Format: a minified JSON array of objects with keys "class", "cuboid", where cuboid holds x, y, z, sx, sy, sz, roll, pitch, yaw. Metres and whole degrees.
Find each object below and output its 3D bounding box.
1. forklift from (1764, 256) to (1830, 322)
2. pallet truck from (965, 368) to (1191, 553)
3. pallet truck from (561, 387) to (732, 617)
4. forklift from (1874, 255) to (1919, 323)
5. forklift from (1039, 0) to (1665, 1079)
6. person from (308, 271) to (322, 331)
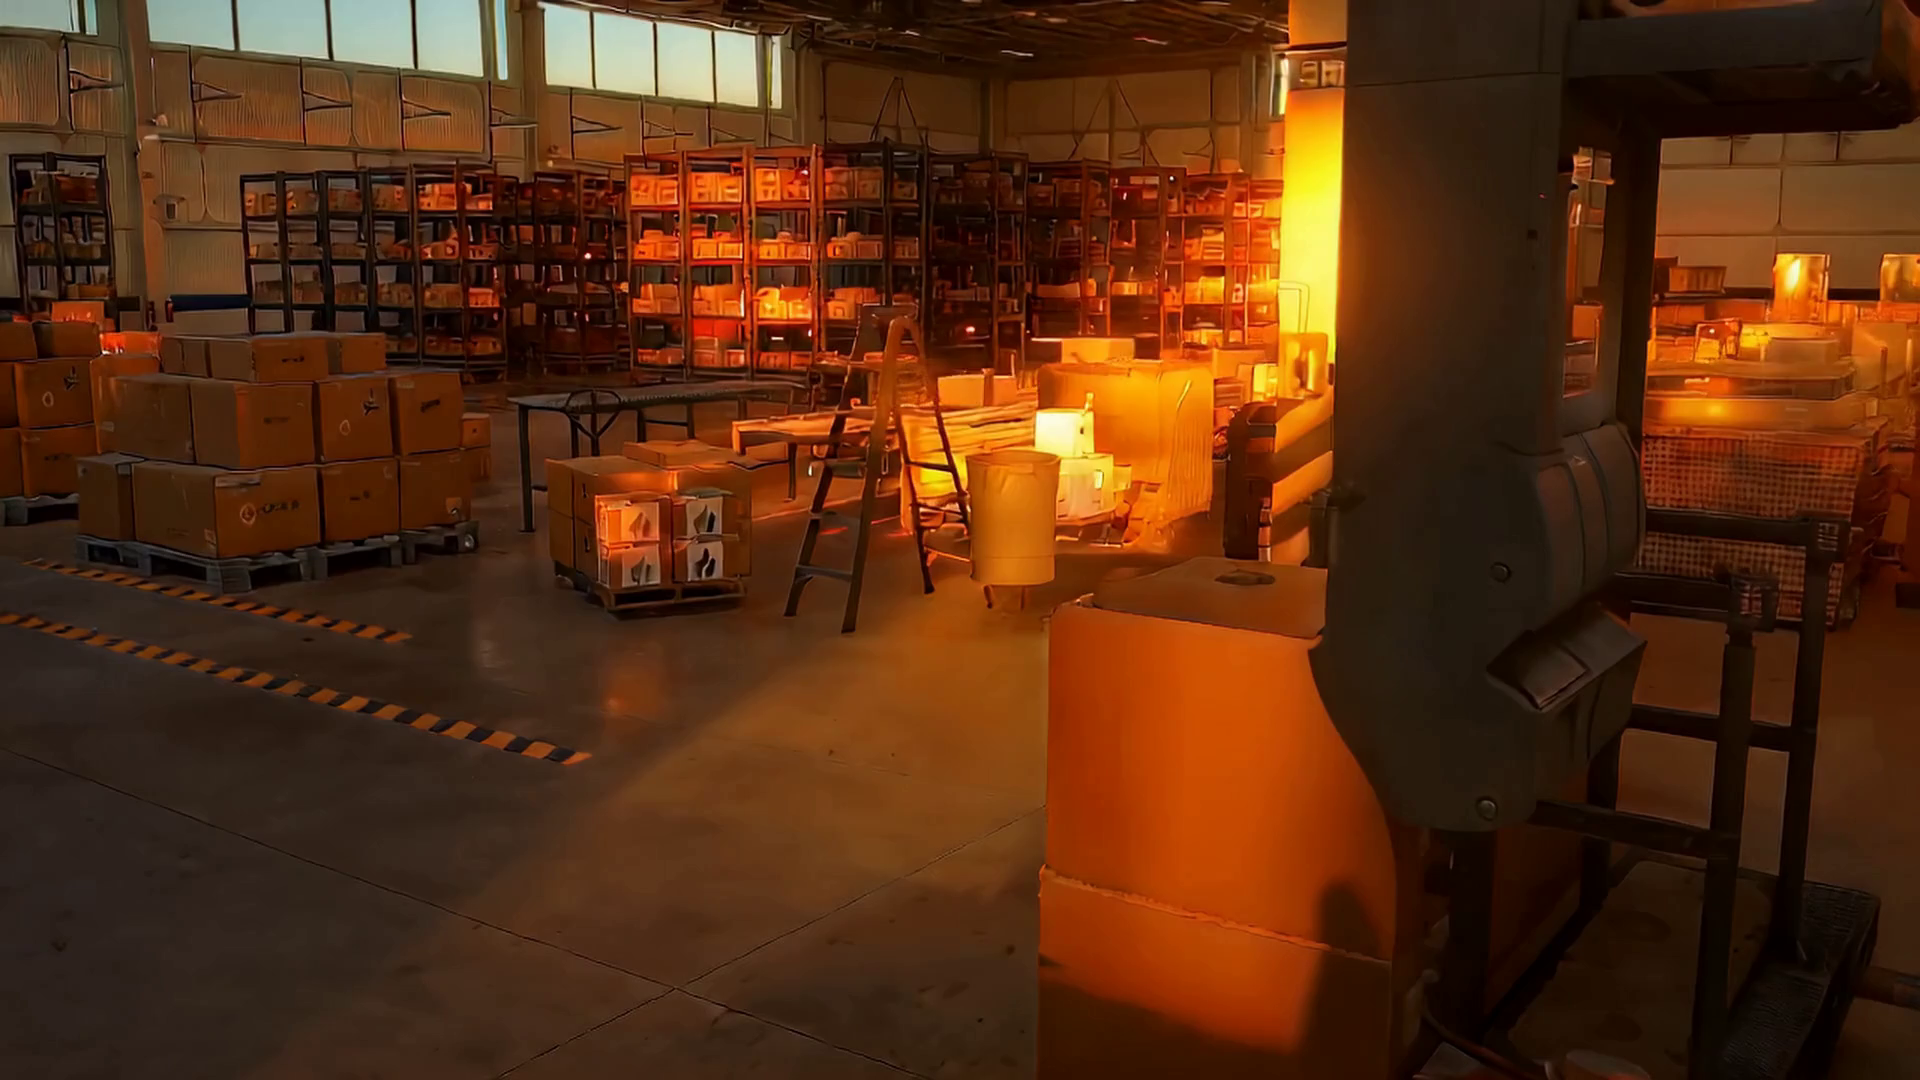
[{"class":"forklift","cuboid":[20.253,-5.854,40.139,1.157,1.987,2.680,7,12,35]},{"class":"pallet truck","cuboid":[0.845,-0.609,11.869,1.630,1.274,0.653,7,12,35]},{"class":"pallet truck","cuboid":[-1.981,-0.274,10.088,0.680,1.201,1.601,-5,11,-28]},{"class":"forklift","cuboid":[22.089,-5.634,38.796,1.157,1.987,2.680,6,11,33]},{"class":"forklift","cuboid":[1.249,-0.137,4.360,1.873,2.768,1.129,7,12,35]},{"class":"person","cuboid":[-13.095,-4.593,34.042,0.670,1.823,0.584,-6,11,-31]}]
